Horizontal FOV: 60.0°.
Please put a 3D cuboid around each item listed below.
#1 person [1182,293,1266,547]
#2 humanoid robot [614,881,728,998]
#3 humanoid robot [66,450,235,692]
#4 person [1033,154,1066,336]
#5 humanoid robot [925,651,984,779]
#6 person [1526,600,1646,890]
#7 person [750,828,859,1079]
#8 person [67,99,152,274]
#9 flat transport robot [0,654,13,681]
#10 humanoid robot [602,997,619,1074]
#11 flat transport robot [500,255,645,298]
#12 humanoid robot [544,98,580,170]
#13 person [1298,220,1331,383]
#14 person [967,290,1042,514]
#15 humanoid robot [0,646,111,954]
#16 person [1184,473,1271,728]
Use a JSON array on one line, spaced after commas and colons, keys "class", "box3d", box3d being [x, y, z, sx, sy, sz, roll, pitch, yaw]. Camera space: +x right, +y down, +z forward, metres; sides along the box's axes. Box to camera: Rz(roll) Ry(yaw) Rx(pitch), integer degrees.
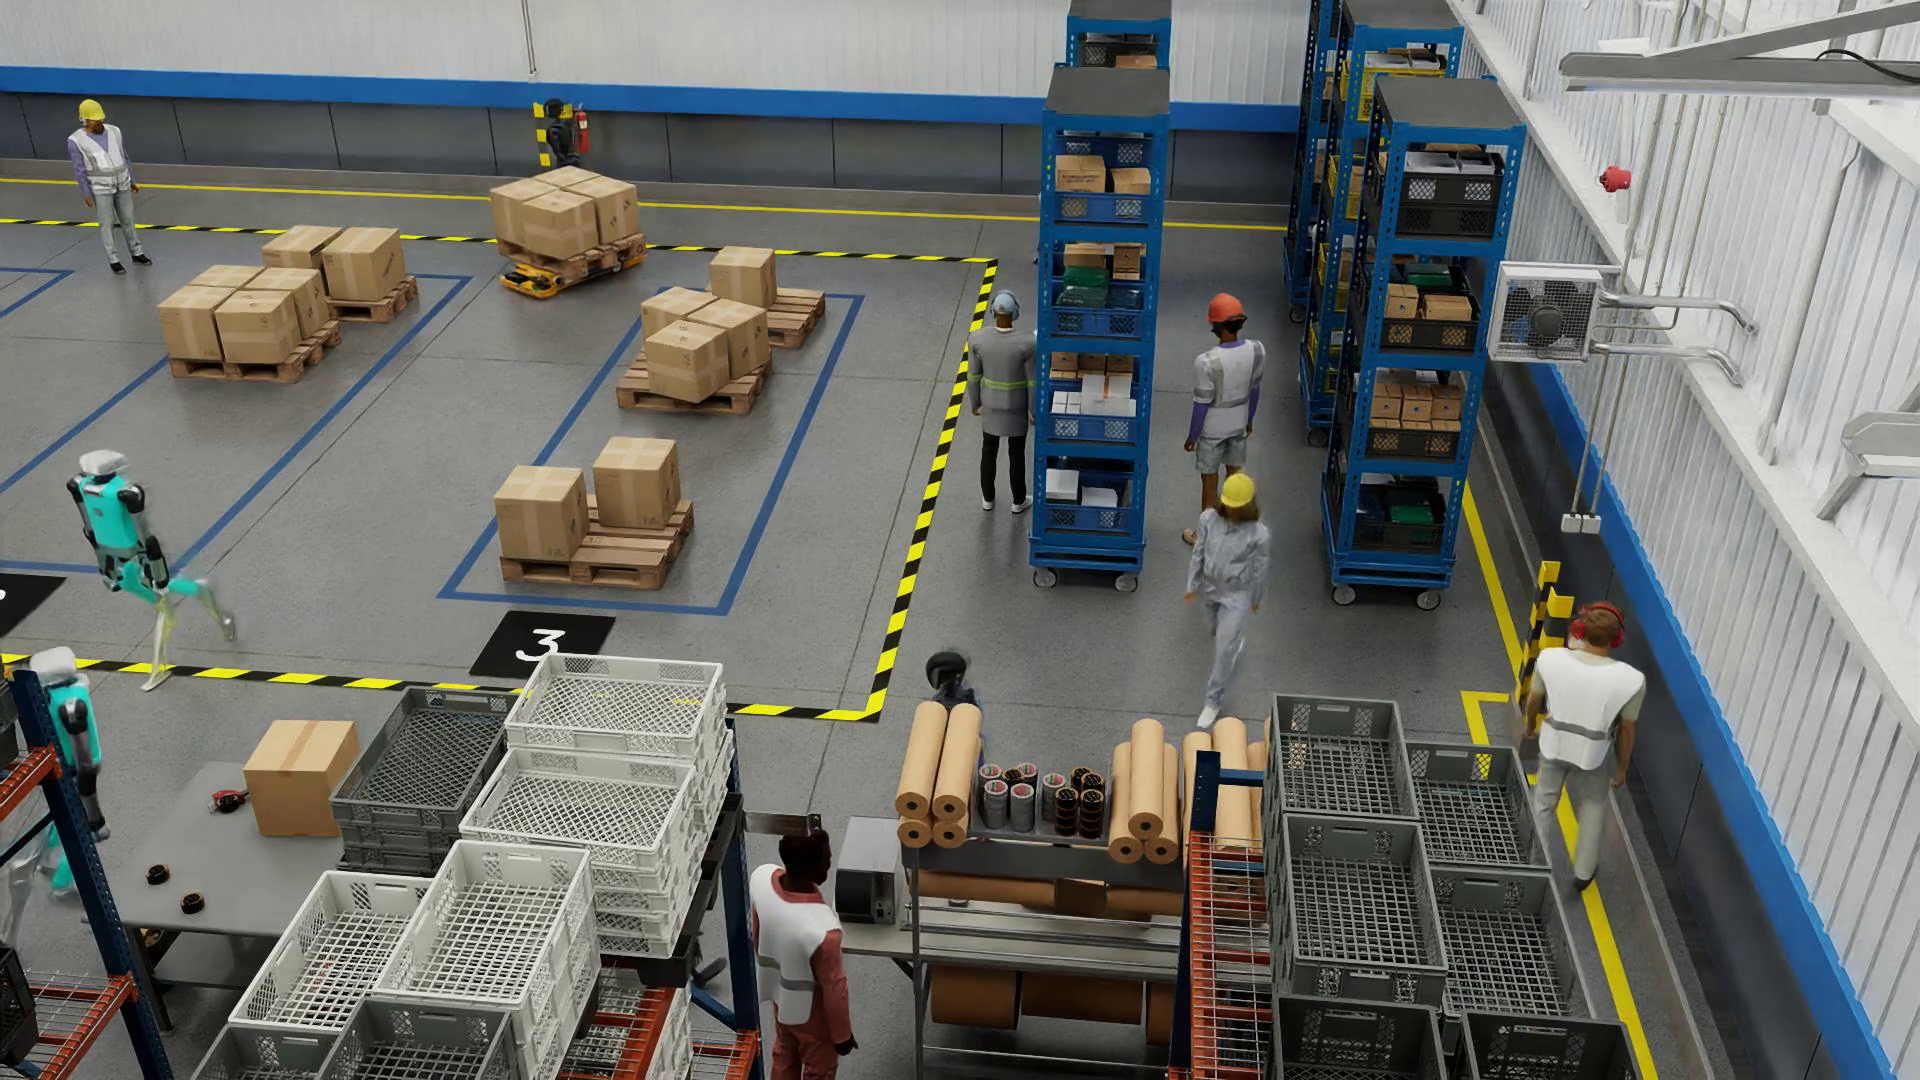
[{"class": "person", "box3d": [1.938, -0.866, 12.408, 0.604, 2.036, 0.385, -16, 34, -25]}, {"class": "humanoid robot", "box3d": [-1.461, 1.797, 8.215, 0.749, 1.626, 0.602, -23, 37, -33]}, {"class": "humanoid robot", "box3d": [-5.295, 0.079, 11.100, 0.541, 1.784, 0.915, 9, 31, 15]}, {"class": "person", "box3d": [0.930, -2.810, 15.916, 0.515, 1.865, 0.328, -19, 35, -29]}, {"class": "humanoid robot", "box3d": [0.007, 1.287, 9.073, 0.382, 1.639, 0.617, -1, 30, -2]}, {"class": "person", "box3d": [3.382, 1.144, 9.149, 0.584, 1.839, 0.461, 15, 34, 25]}, {"class": "person", "box3d": [-0.705, 2.065, 7.488, 0.373, 1.916, 0.595, -24, 38, -35]}, {"class": "person", "box3d": [-8.964, -3.735, 17.536, 0.404, 1.827, 0.601, 20, 36, 30]}, {"class": "flat transport robot", "box3d": [-7.142, 0.969, 11.010, 1.431, 0.231, 0.659, 3, 30, 6]}, {"class": "humanoid robot", "box3d": [-1.779, 2.158, 7.512, 0.842, 1.762, 0.536, -7, 31, -12]}, {"class": "flat transport robot", "box3d": [-4.116, -2.938, 17.691, 0.652, 0.197, 1.431, 22, 37, 32]}, {"class": "humanoid robot", "box3d": [-4.317, -4.015, 18.235, 0.791, 1.635, 0.612, -2, 30, -3]}, {"class": "person", "box3d": [3.319, -2.280, 14.994, 0.329, 1.876, 0.509, 25, 39, 36]}, {"class": "person", "box3d": [0.353, -1.070, 12.938, 0.587, 1.853, 0.378, 8, 31, 14]}, {"class": "humanoid robot", "box3d": [-4.896, 1.461, 8.738, 0.923, 1.785, 0.556, -19, 35, -29]}, {"class": "person", "box3d": [1.746, 0.290, 10.739, 0.482, 1.706, 0.825, 20, 36, 30]}]
